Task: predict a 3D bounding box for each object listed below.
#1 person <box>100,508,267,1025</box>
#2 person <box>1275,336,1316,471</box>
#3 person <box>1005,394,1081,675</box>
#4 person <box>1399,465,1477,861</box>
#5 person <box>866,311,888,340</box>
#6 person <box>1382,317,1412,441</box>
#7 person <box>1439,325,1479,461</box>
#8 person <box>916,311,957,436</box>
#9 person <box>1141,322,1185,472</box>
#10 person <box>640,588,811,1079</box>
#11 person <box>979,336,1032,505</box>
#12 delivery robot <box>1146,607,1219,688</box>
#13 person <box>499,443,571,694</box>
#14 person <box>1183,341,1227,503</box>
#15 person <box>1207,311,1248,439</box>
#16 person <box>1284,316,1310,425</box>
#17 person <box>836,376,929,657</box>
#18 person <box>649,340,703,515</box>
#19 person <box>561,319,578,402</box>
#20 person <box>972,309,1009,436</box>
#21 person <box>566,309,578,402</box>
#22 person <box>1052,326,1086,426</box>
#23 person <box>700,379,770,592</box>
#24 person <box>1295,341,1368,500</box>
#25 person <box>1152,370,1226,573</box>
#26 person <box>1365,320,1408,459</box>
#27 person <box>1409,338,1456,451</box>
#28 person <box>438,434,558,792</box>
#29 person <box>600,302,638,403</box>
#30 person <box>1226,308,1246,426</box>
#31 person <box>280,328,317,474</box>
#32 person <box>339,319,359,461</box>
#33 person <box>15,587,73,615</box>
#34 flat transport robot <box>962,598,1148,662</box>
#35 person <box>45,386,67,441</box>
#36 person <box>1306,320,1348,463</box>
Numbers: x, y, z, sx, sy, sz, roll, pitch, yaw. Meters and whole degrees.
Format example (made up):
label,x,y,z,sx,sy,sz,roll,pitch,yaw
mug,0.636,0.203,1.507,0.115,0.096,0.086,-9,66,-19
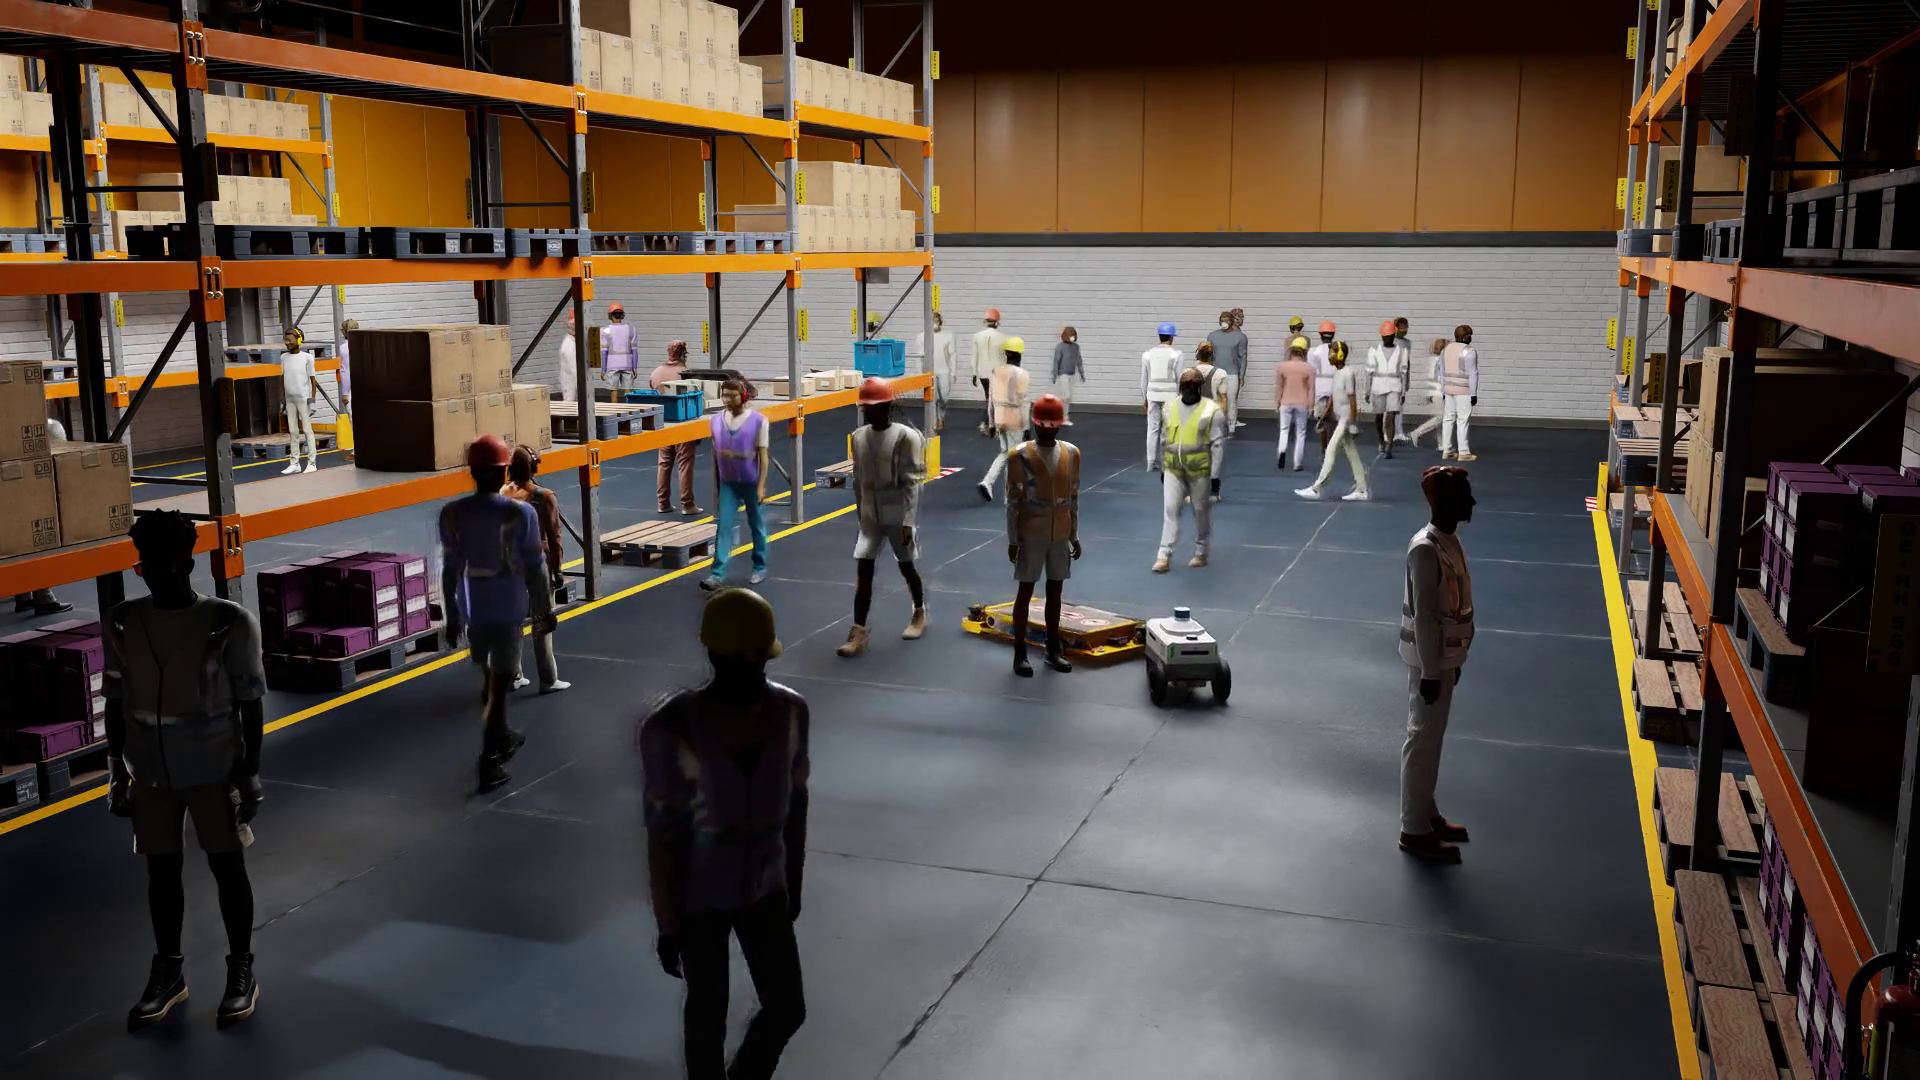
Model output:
label,x,y,z,sx,sy,sz,roll,pitch,yaw
person,-2.912,0.849,6.249,0.603,1.966,0.368,0,10,-2
person,4.304,-1.737,21.399,0.533,1.753,0.514,4,11,22
person,0.586,-0.035,11.333,0.550,1.927,0.381,-4,11,-21
person,2.303,0.577,8.014,0.356,1.885,0.574,5,11,25
person,-1.455,-2.963,28.161,0.426,1.815,0.590,-7,12,-34
person,6.510,-2.393,24.843,0.596,1.857,0.404,-3,11,-19
person,6.814,-2.000,22.646,0.430,1.845,0.619,-5,11,-28
person,-0.371,-2.587,25.738,0.636,1.920,0.683,-1,10,-6
person,2.630,-1.829,21.389,0.615,1.943,0.409,6,12,32
person,-0.695,1.078,5.137,0.590,1.909,0.419,-6,12,-32
person,0.537,-1.322,18.646,0.526,1.913,0.598,-8,13,-39
delivery robot,1.449,0.684,10.887,0.477,0.478,0.707,-1,10,-6
person,-2.817,0.193,10.851,0.515,1.645,0.309,4,11,19
person,2.771,-1.335,18.889,0.515,1.843,0.326,1,10,5
person,4.019,-2.490,25.129,0.629,1.940,0.378,4,11,23
person,5.474,-2.769,27.194,0.535,1.766,0.321,-6,12,-29
person,-0.526,-0.190,12.048,0.631,2.000,1.040,5,11,27
person,-3.057,-1.221,18.114,0.636,1.899,0.396,5,11,27
person,-5.581,-2.324,24.469,0.784,1.853,0.722,2,10,11
person,0.472,-2.584,25.656,0.619,1.957,0.995,4,11,21
person,-6.050,-2.695,26.265,0.533,1.942,0.651,0,10,1
person,1.749,-2.648,26.921,0.515,1.614,0.421,-9,14,-42
person,-1.885,-0.458,14.072,0.591,1.793,0.955,3,11,18
person,4.278,-1.349,19.027,0.940,1.821,0.520,1,10,3
person,2.046,-0.615,14.942,0.651,1.807,0.792,6,12,30
person,5.919,-2.103,23.066,0.551,1.904,0.899,3,11,18
person,6.718,-2.044,23.498,0.617,1.620,0.523,1,10,4
person,-2.515,0.363,9.175,0.553,1.896,0.920,2,10,10
person,-5.343,-2.700,26.025,0.608,2.042,0.375,-5,11,-28
person,4.452,-2.800,26.965,0.401,1.907,0.648,-2,10,-10
person,-8.476,-1.769,21.266,0.510,1.872,0.329,2,10,12
person,-8.191,-2.034,22.588,0.356,1.931,0.629,2,10,13
person,-7.391,-0.321,13.204,0.589,1.837,0.404,6,12,32
flat transport robot,0.724,0.635,12.224,0.652,0.197,1.431,-8,13,-40
person,-7.736,-0.454,14.077,0.605,1.787,0.904,3,11,17
person,4.910,-2.010,22.483,0.542,1.915,0.585,-1,10,-8
